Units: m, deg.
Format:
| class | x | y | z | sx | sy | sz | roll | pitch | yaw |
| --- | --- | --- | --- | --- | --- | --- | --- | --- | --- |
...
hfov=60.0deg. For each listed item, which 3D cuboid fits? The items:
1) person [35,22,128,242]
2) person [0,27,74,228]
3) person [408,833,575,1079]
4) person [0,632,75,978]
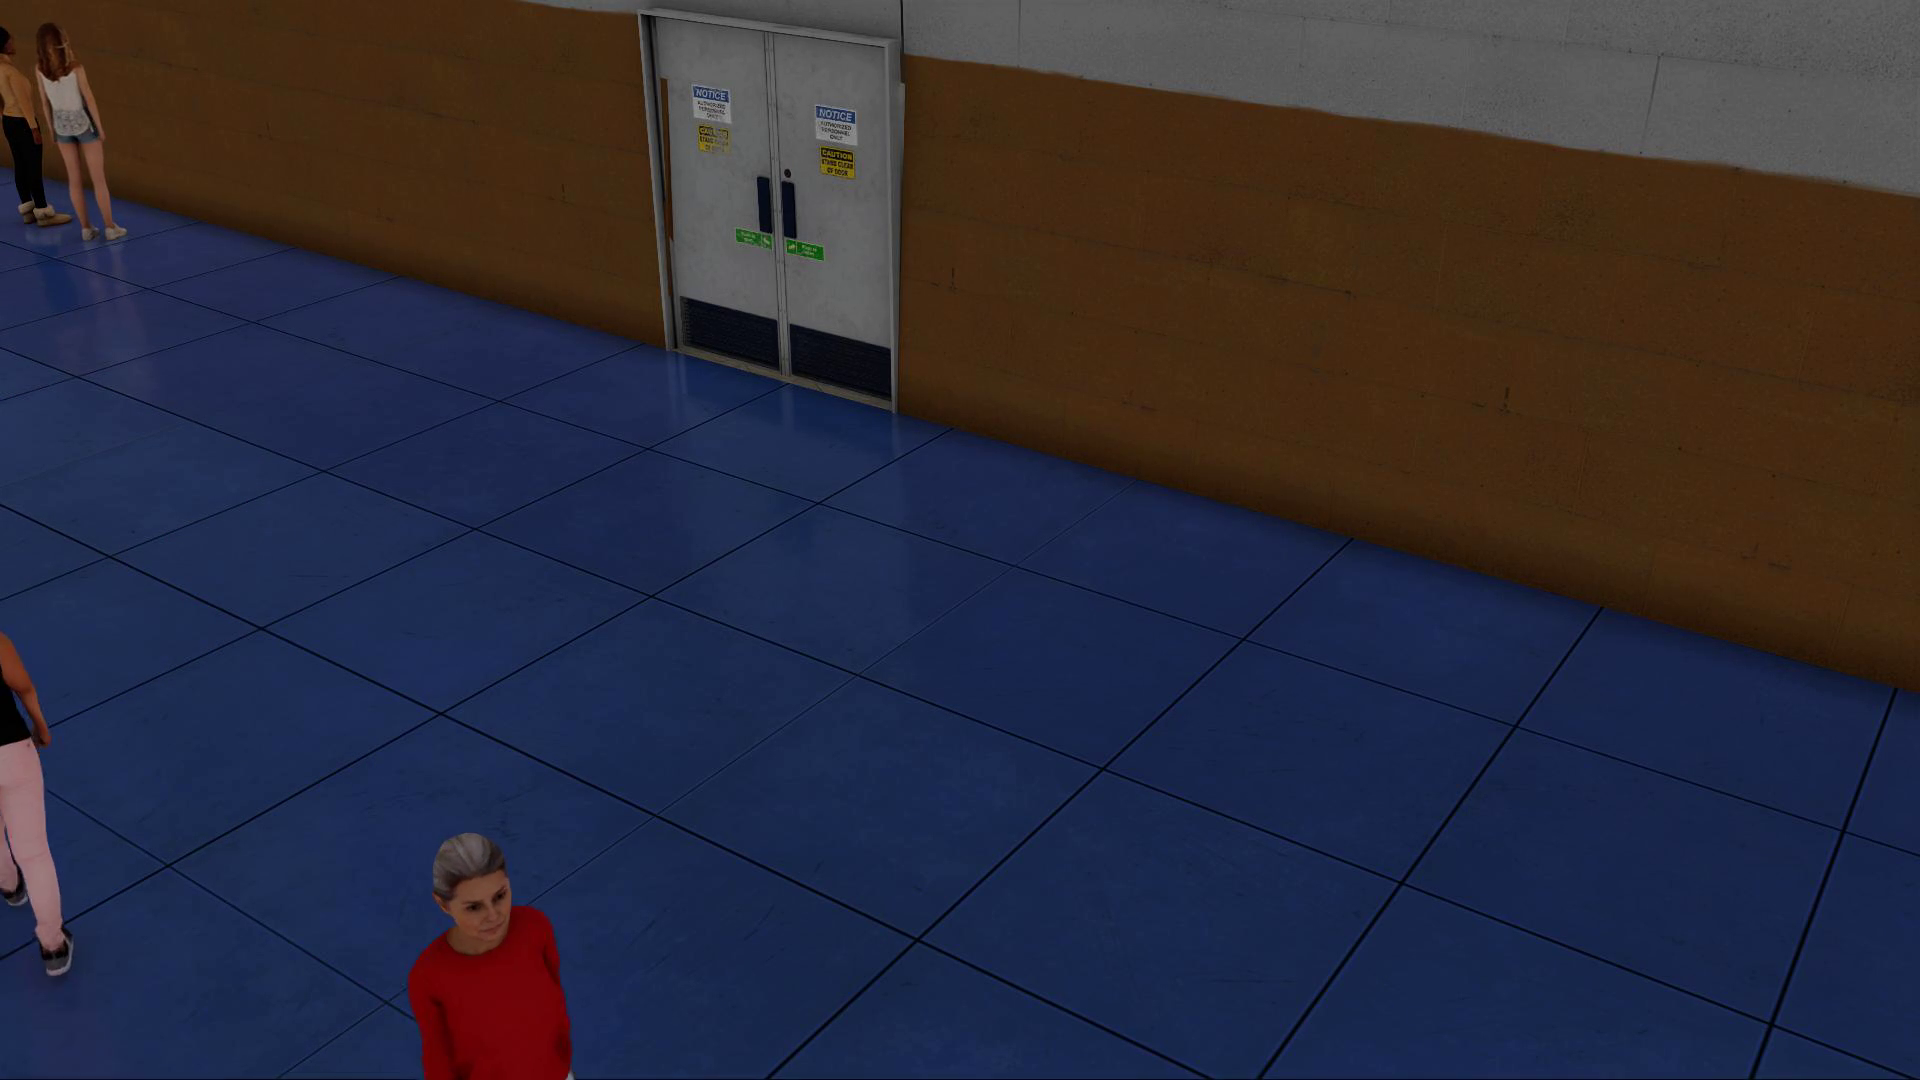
| class | x | y | z | sx | sy | sz | roll | pitch | yaw |
| --- | --- | --- | --- | --- | --- | --- | --- | --- | --- |
| person | -7.262 | -3.330 | 13.632 | 0.636 | 1.756 | 0.669 | 0 | 27 | -1 |
| person | -7.960 | -3.500 | 14.074 | 0.603 | 1.660 | 0.537 | 16 | 31 | 29 |
| person | -1.199 | 1.444 | 4.297 | 0.629 | 1.686 | 0.703 | -18 | 32 | -32 |
| person | -3.314 | 0.824 | 5.695 | 0.979 | 1.526 | 0.879 | -14 | 30 | -26 |
